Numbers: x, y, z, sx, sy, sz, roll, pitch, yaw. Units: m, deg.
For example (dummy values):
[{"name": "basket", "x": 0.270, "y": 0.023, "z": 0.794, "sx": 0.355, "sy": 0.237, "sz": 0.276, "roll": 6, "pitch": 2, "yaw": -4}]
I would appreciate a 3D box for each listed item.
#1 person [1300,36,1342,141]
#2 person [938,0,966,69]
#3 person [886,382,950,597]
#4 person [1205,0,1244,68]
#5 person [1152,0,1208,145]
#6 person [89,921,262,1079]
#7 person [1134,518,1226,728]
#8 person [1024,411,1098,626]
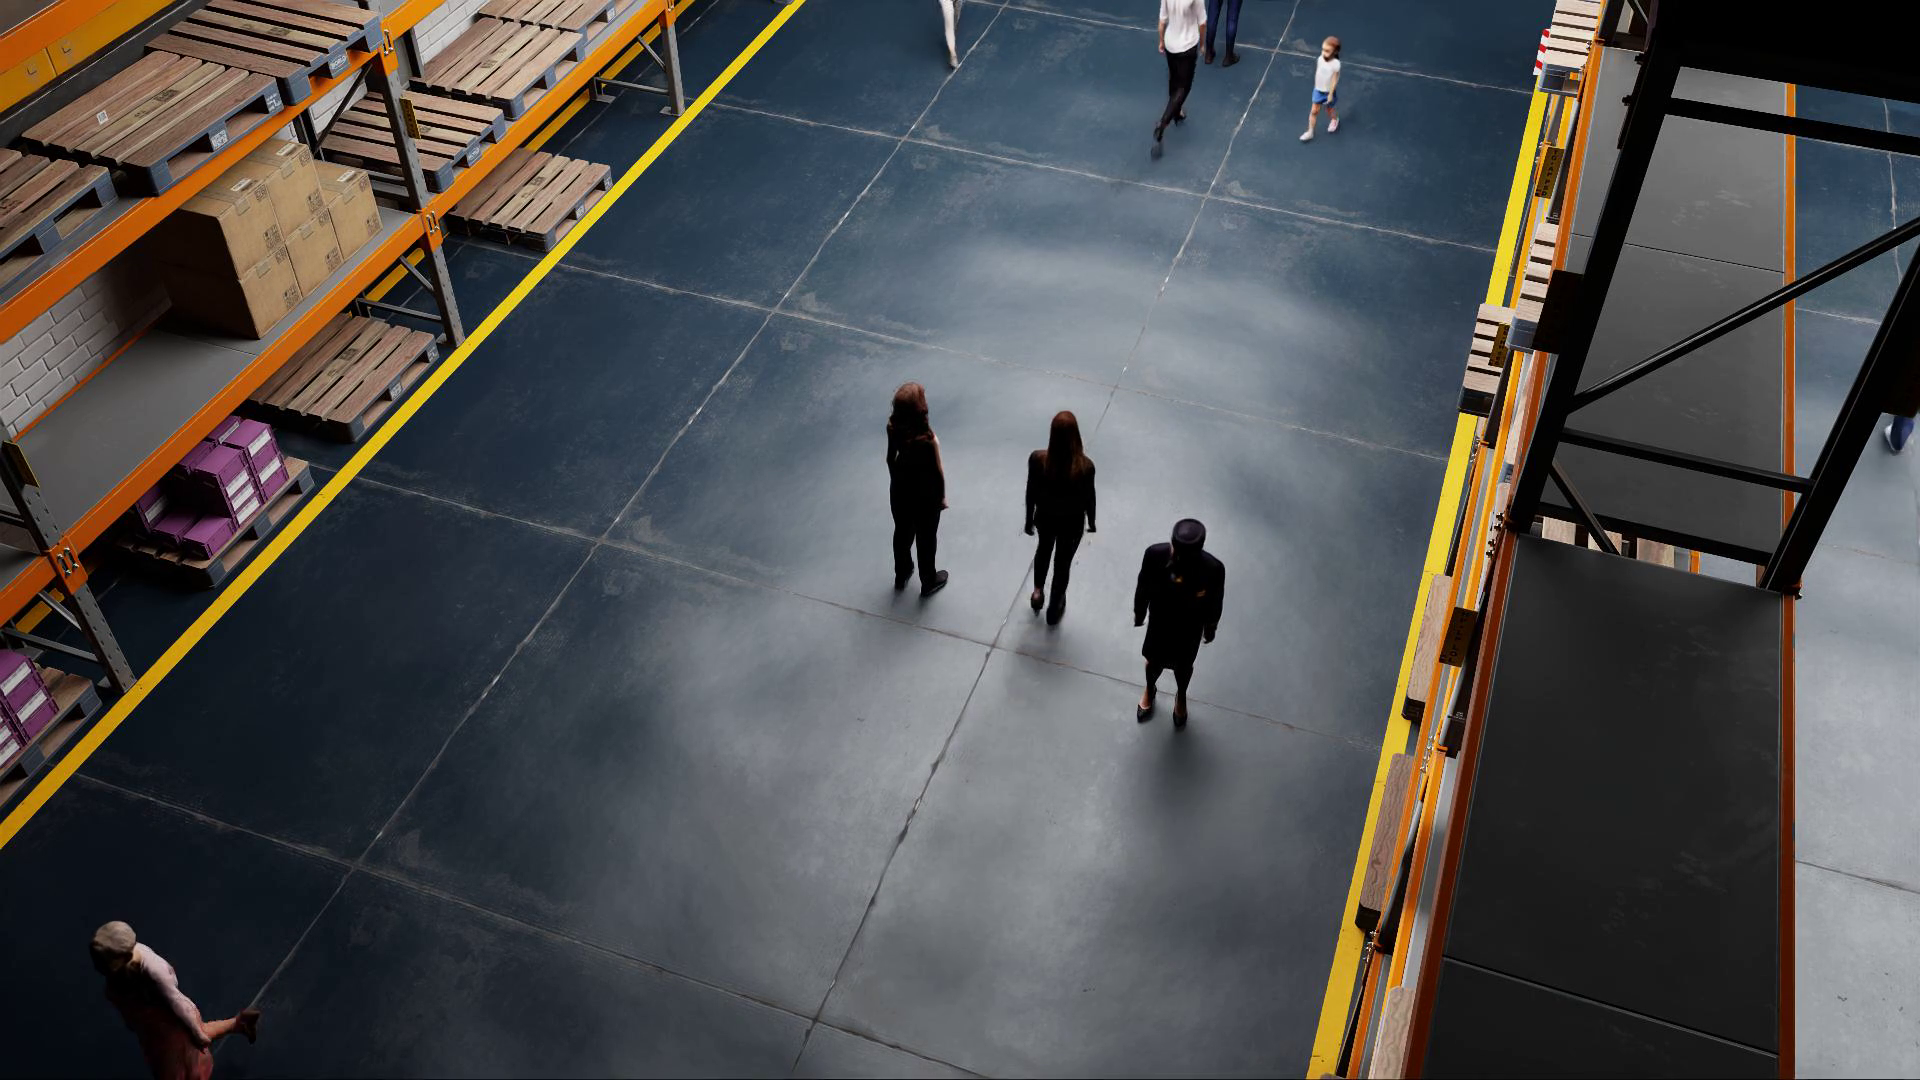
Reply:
[{"name": "person", "x": 3.505, "y": -4.293, "z": 15.787, "sx": 0.752, "sy": 1.005, "sz": 0.589, "roll": -35, "pitch": 53, "yaw": -31}, {"name": "person", "x": -0.086, "y": -5.610, "z": 16.836, "sx": 0.875, "sy": 1.466, "sz": 1.050, "roll": -7, "pitch": 44, "yaw": -7}, {"name": "person", "x": -0.311, "y": -0.336, "z": 11.096, "sx": 0.610, "sy": 1.747, "sz": 0.556, "roll": 20, "pitch": 47, "yaw": 20}, {"name": "person", "x": 2.670, "y": -5.601, "z": 16.629, "sx": 0.581, "sy": 1.737, "sz": 0.553, "roll": 18, "pitch": 46, "yaw": 18}, {"name": "person", "x": 2.022, "y": -4.530, "z": 15.482, "sx": 0.791, "sy": 1.769, "sz": 1.115, "roll": 25, "pitch": 49, "yaw": 24}, {"name": "person", "x": -3.926, "y": 2.347, "z": 8.334, "sx": 0.702, "sy": 1.673, "sz": 0.950, "roll": 22, "pitch": 48, "yaw": 21}, {"name": "person", "x": 1.338, "y": 0.499, "z": 10.278, "sx": 0.695, "sy": 1.667, "sz": 0.622, "roll": 12, "pitch": 45, "yaw": 12}, {"name": "person", "x": 0.620, "y": -0.065, "z": 10.846, "sx": 0.593, "sy": 1.698, "sz": 0.553, "roll": 14, "pitch": 45, "yaw": 14}]
